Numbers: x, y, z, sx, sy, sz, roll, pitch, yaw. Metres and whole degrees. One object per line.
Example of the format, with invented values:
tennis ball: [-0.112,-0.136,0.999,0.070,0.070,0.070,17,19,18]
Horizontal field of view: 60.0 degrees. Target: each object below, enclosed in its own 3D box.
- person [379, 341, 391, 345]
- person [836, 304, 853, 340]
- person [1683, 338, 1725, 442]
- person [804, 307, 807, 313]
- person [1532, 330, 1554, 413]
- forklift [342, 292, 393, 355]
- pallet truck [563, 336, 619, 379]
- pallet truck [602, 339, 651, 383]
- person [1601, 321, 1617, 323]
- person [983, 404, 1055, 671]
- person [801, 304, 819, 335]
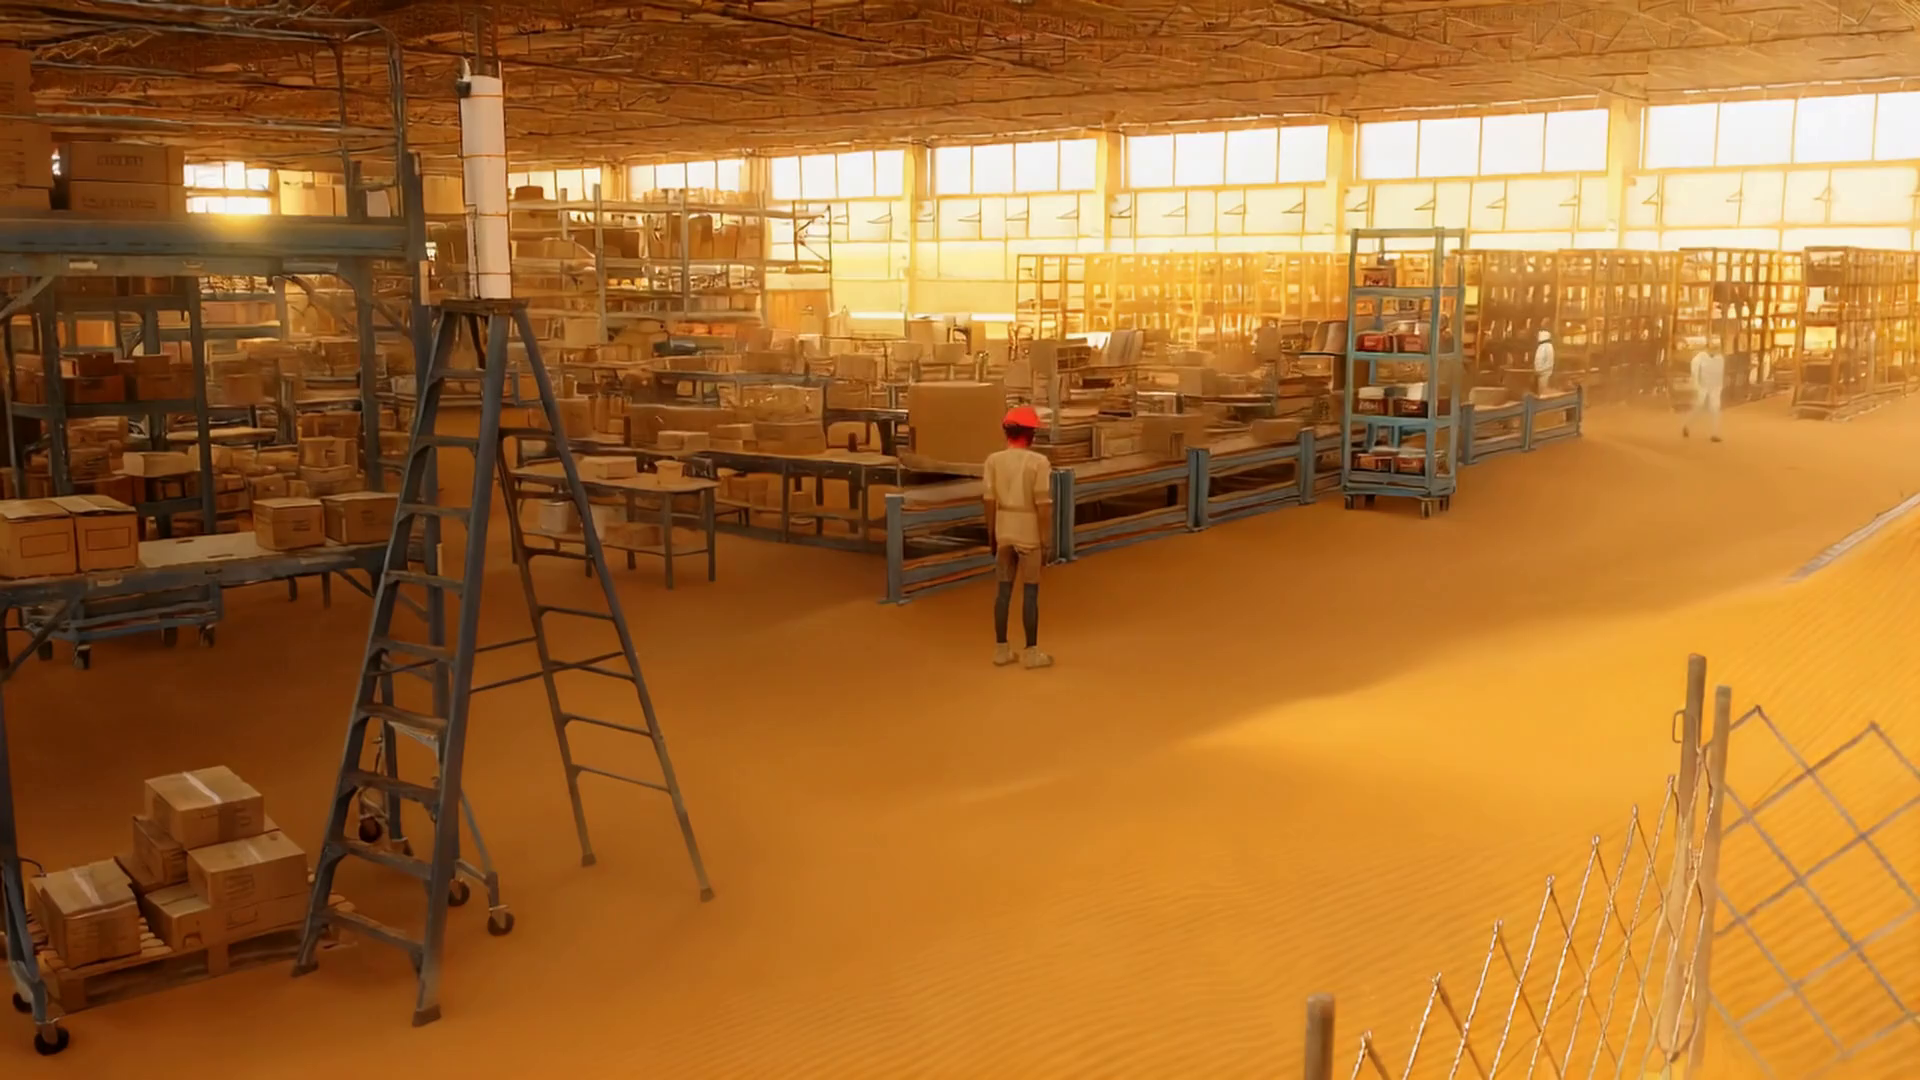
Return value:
person: [-16.251,-5.441,47.055,0.955,1.909,0.642,-8,12,-40]
person: [-4.367,-7.918,62.554,0.621,1.892,1.040,-3,10,-20]
person: [13.596,-2.751,30.347,0.646,1.874,0.880,-1,9,-4]
person: [-6.012,-8.376,65.780,0.310,1.769,0.523,-8,12,-39]
person: [12.677,-3.632,36.030,0.728,1.807,0.600,8,12,43]
forklift: [-16.485,-5.622,45.120,1.129,2.768,1.873,7,11,37]
pallet truck: [-10.690,-5.294,48.215,1.601,1.201,0.680,-5,10,-26]
pallet truck: [-8.991,-4.871,45.351,0.653,1.274,1.630,7,11,37]
person: [20.756,-6.372,53.161,0.652,1.803,0.633,0,9,-1]
person: [0.467,-0.022,12.773,0.605,2.043,0.376,6,11,35]
person: [-5.235,-7.271,58.305,0.621,1.943,1.017,1,9,7]
